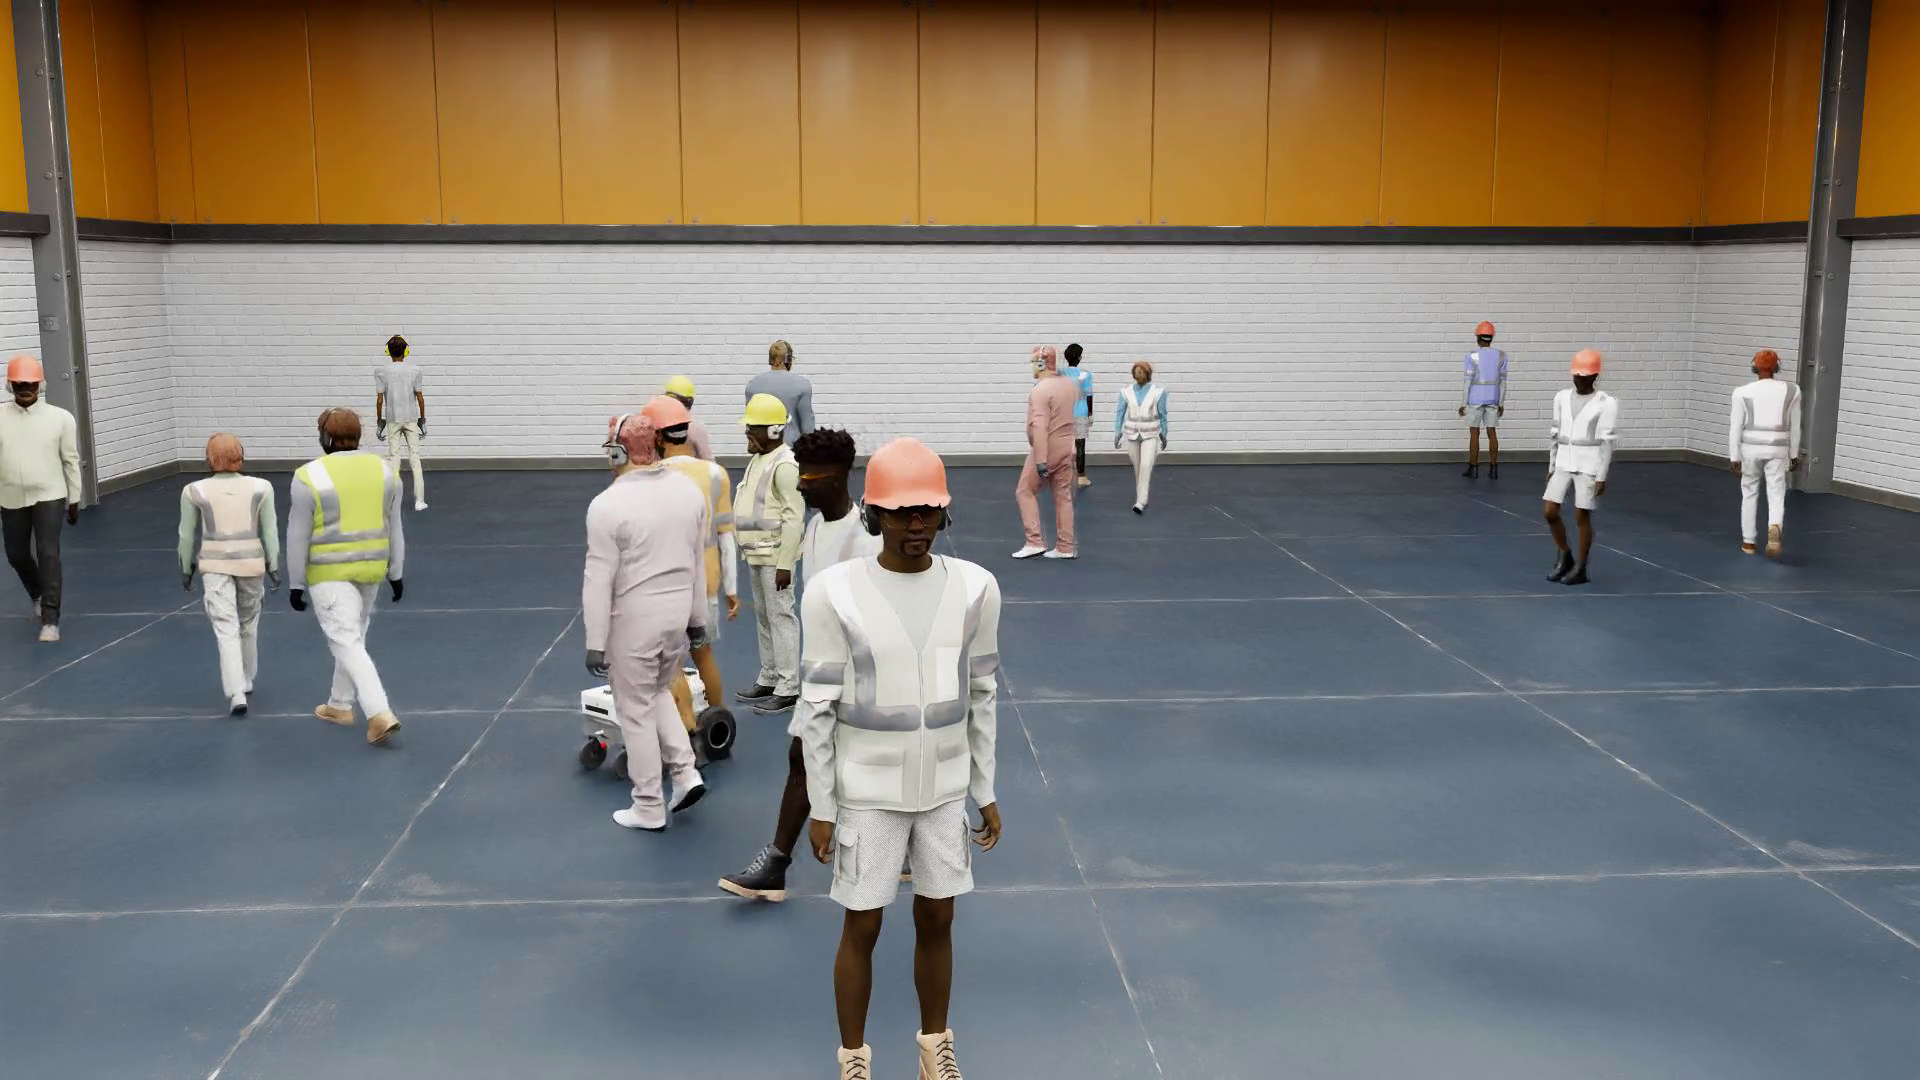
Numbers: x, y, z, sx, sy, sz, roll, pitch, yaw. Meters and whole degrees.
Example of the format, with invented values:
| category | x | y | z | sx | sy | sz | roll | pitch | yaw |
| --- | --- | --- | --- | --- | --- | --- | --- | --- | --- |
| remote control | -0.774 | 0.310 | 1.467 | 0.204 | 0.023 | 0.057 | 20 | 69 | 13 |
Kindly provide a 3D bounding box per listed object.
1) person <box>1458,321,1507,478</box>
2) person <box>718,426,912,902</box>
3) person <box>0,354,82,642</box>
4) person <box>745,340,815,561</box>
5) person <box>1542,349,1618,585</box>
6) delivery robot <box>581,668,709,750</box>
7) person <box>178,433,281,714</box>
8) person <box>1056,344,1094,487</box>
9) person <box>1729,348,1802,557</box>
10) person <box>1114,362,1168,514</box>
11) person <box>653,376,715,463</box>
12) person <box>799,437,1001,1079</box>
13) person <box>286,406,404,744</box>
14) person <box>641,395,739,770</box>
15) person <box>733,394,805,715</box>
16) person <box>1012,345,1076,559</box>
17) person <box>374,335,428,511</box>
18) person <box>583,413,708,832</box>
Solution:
| category | x | y | z | sx | sy | sz | roll | pitch | yaw |
| --- | --- | --- | --- | --- | --- | --- | --- | --- | --- |
| person | 6.434 | -1.717 | 20.504 | 0.563 | 1.931 | 0.417 | -1 | 9 | -7 |
| person | -0.471 | 0.500 | 6.671 | 1.045 | 1.908 | 0.617 | -7 | 11 | -37 |
| person | -6.451 | -0.315 | 11.581 | 0.619 | 1.968 | 0.861 | -3 | 9 | -17 |
| person | -1.563 | -0.780 | 14.592 | 0.627 | 1.934 | 0.370 | 2 | 9 | 14 |
| person | 4.952 | -0.574 | 13.354 | 0.468 | 1.914 | 0.565 | -7 | 12 | -38 |
| delivery robot | -1.579 | 0.829 | 8.511 | 0.477 | 0.478 | 0.707 | 8 | 12 | 39 |
| person | -4.214 | 0.179 | 9.617 | 0.528 | 1.599 | 0.845 | -5 | 11 | -30 |
| person | 1.332 | -1.472 | 19.675 | 0.541 | 1.695 | 0.316 | 4 | 10 | 24 |
| person | 7.122 | -0.762 | 14.719 | 0.594 | 1.864 | 0.765 | 3 | 10 | 18 |
| person | 1.896 | -1.075 | 17.522 | 0.537 | 1.590 | 0.872 | 4 | 10 | 22 |
| person | -2.092 | -0.388 | 12.799 | 0.532 | 1.724 | 0.900 | 6 | 11 | 31 |
| person | -0.154 | 0.719 | 4.833 | 0.608 | 2.044 | 0.371 | -4 | 10 | -21 |
| person | -3.297 | 0.178 | 8.986 | 0.910 | 1.808 | 0.632 | 7 | 11 | 38 |
| person | -1.392 | 0.230 | 8.361 | 0.557 | 1.903 | 0.633 | -6 | 11 | -33 |
| person | -1.098 | 0.075 | 9.542 | 0.404 | 1.829 | 0.600 | -4 | 10 | -24 |
| person | 0.735 | -0.758 | 14.621 | 0.629 | 1.888 | 0.665 | 6 | 11 | 34 |
| person | -5.929 | -1.232 | 17.644 | 0.517 | 1.868 | 0.328 | -3 | 10 | -19 |
| person | -1.435 | 0.376 | 7.454 | 0.424 | 1.890 | 0.668 | 6 | 11 | 35 |
